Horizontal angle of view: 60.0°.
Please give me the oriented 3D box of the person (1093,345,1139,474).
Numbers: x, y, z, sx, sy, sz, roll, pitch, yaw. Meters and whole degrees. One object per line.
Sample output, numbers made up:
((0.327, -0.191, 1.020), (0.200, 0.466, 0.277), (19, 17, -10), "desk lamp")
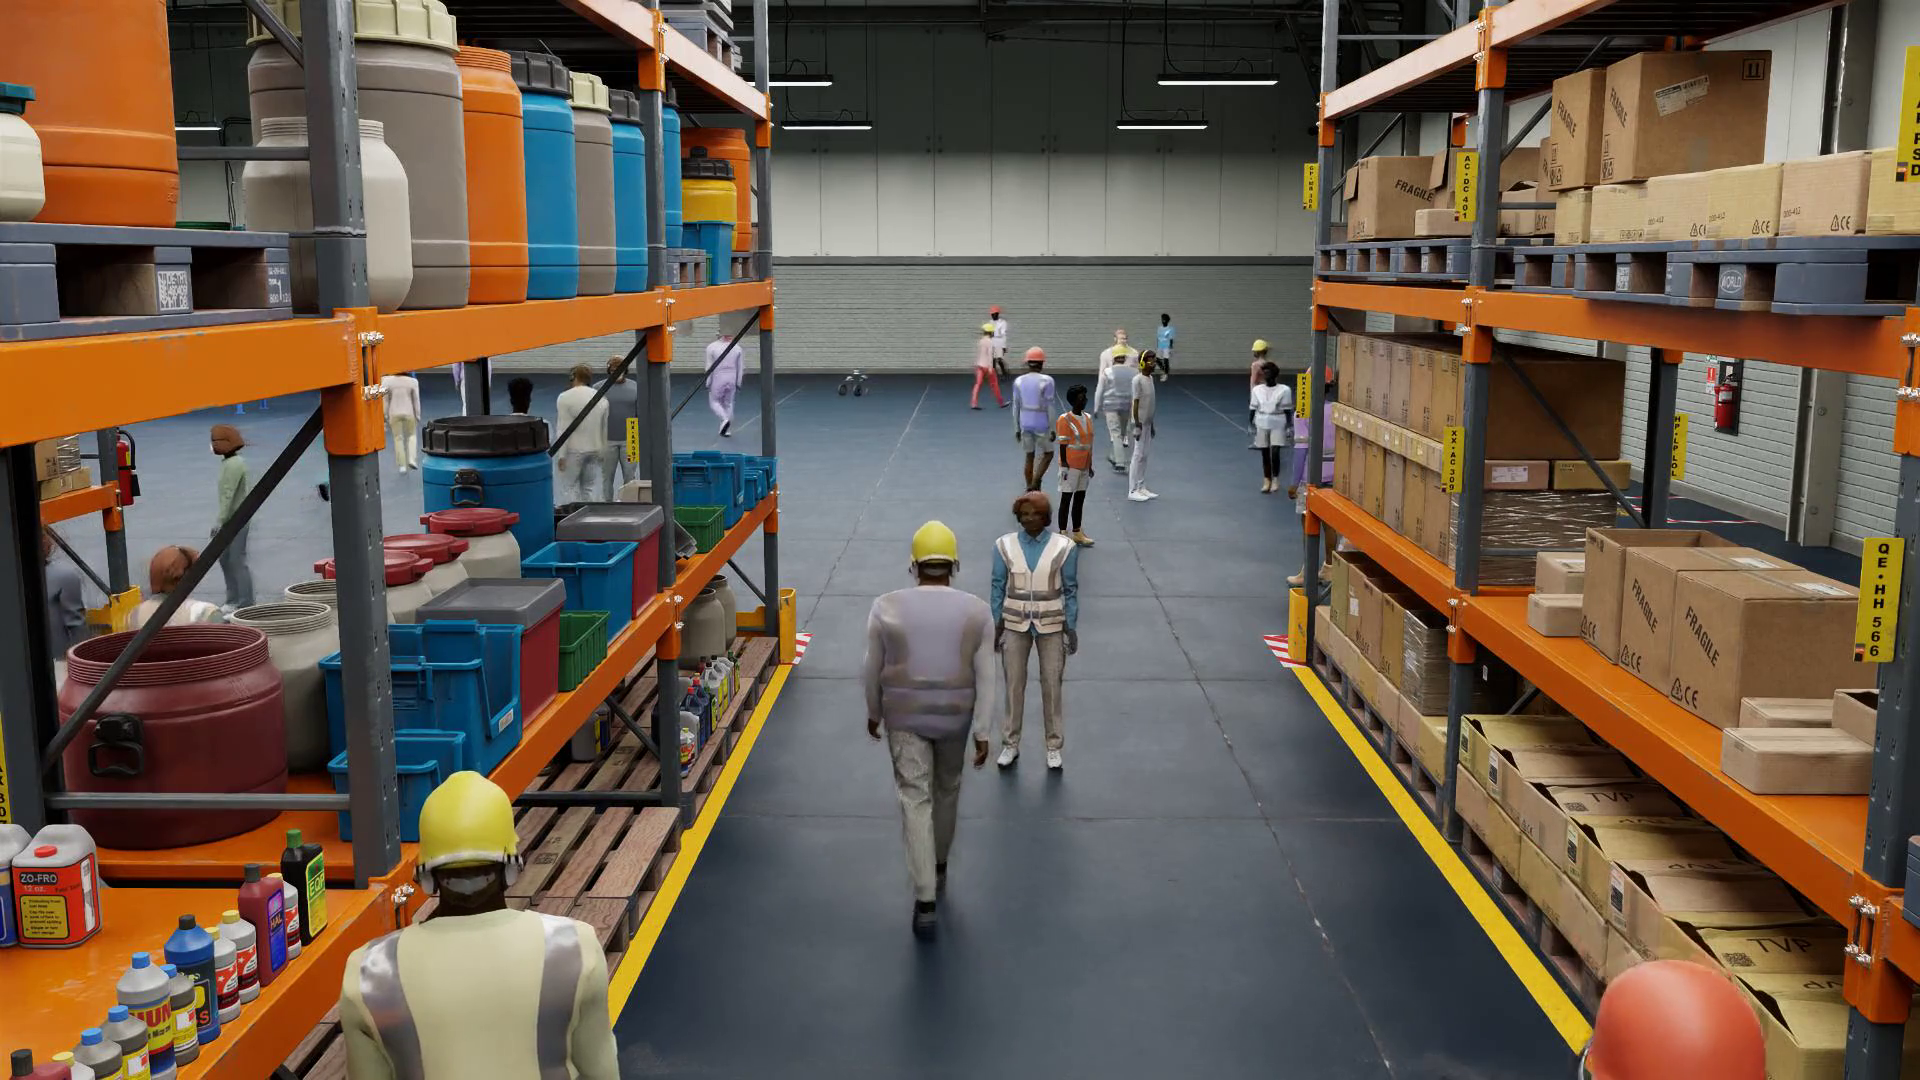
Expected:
((2.186, -1.864, 23.590), (0.591, 1.777, 0.940), (-4, 10, -21), "person")

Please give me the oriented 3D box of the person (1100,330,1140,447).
((2.592, -2.475, 27.026), (0.655, 1.866, 1.005), (0, 9, 2), "person")

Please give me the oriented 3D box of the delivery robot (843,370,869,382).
((-2.324, -3.676, 37.174), (0.335, 0.223, 0.698), (6, 12, 34), "delivery robot")

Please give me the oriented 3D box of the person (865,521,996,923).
((-0.137, 0.805, 7.609), (0.582, 1.790, 0.951), (-1, 10, -8), "person")

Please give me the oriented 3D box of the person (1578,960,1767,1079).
((1.015, 1.583, 2.382), (0.647, 1.960, 0.905), (0, 9, 2), "person")

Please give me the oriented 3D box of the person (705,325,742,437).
((-3.999, -2.691, 28.192), (0.669, 1.893, 0.487), (-6, 11, -30), "person")

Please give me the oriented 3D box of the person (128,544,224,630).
((-3.668, 0.824, 7.935), (0.555, 1.618, 0.488), (2, 10, 11), "person")

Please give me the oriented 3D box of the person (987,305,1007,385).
((0.891, -4.727, 40.301), (0.560, 1.924, 0.507), (6, 11, 31), "person")

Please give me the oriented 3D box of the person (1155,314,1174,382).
((5.054, -4.757, 41.150), (0.365, 1.686, 0.541), (-8, 13, -41), "person")

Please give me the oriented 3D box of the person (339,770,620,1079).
((-1.067, 1.417, 3.782), (0.589, 1.833, 0.404), (-3, 10, -16), "person")

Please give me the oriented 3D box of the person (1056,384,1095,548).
((1.205, -0.767, 17.272), (0.318, 1.697, 0.534), (8, 12, 40), "person")

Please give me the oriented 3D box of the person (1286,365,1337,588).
((3.236, -0.586, 15.135), (0.614, 2.047, 0.361), (-6, 11, -32), "person")

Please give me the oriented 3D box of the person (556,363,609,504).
((-3.968, -0.909, 17.531), (0.462, 1.895, 0.674), (8, 12, 40), "person")

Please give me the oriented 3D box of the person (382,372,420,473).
((-7.856, -1.753, 23.415), (0.501, 1.620, 0.356), (-3, 10, -16), "person")

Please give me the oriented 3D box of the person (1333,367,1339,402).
((5.125, -1.633, 21.609), (0.645, 1.976, 0.481), (-3, 10, -19), "person")

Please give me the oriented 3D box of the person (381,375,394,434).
((-10.063, -2.861, 28.882), (0.648, 2.013, 0.743), (2, 10, 12), "person")

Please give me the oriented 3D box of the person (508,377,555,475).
((-3.886, -0.475, 14.773), (0.625, 1.946, 0.637), (-1, 10, -5), "person")

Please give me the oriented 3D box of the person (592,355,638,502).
((-3.797, -1.095, 18.531), (0.627, 1.934, 0.371), (-3, 10, -17), "person")

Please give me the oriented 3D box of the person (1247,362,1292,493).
((3.935, -1.429, 21.261), (0.561, 1.676, 0.544), (6, 11, 30), "person")

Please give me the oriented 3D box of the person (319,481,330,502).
((-7.501, -1.289, 20.234), (0.535, 1.745, 0.586), (6, 11, 31), "person")

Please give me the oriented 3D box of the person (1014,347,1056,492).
((0.932, -1.407, 20.417), (0.582, 1.921, 0.404), (5, 11, 29), "person")

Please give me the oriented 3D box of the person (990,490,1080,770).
((0.435, 0.525, 9.736), (0.533, 1.633, 0.312), (2, 10, 11), "person")

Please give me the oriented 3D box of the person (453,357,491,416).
((-8.164, -2.656, 27.860), (0.627, 1.941, 0.371), (-2, 10, -10), "person")

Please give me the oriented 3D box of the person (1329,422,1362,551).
((3.225, -0.179, 13.152), (0.880, 1.900, 0.569), (0, 9, 2), "person")

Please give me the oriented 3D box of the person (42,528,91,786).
((-4.949, 0.687, 8.814), (0.534, 1.600, 0.756), (1, 10, 6), "person")

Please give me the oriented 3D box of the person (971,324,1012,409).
((0.595, -3.497, 33.531), (0.895, 1.711, 0.543), (-5, 11, -29), "person")

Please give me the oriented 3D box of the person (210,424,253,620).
((-6.049, -0.144, 13.745), (0.371, 1.626, 0.516), (-6, 11, -31), "person")

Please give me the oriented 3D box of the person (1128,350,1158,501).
((2.301, -1.436, 20.761), (0.309, 1.868, 0.534), (5, 11, 28), "person")

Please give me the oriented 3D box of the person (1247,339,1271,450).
((4.797, -2.274, 26.164), (0.580, 1.751, 0.522), (9, 13, 44), "person")
